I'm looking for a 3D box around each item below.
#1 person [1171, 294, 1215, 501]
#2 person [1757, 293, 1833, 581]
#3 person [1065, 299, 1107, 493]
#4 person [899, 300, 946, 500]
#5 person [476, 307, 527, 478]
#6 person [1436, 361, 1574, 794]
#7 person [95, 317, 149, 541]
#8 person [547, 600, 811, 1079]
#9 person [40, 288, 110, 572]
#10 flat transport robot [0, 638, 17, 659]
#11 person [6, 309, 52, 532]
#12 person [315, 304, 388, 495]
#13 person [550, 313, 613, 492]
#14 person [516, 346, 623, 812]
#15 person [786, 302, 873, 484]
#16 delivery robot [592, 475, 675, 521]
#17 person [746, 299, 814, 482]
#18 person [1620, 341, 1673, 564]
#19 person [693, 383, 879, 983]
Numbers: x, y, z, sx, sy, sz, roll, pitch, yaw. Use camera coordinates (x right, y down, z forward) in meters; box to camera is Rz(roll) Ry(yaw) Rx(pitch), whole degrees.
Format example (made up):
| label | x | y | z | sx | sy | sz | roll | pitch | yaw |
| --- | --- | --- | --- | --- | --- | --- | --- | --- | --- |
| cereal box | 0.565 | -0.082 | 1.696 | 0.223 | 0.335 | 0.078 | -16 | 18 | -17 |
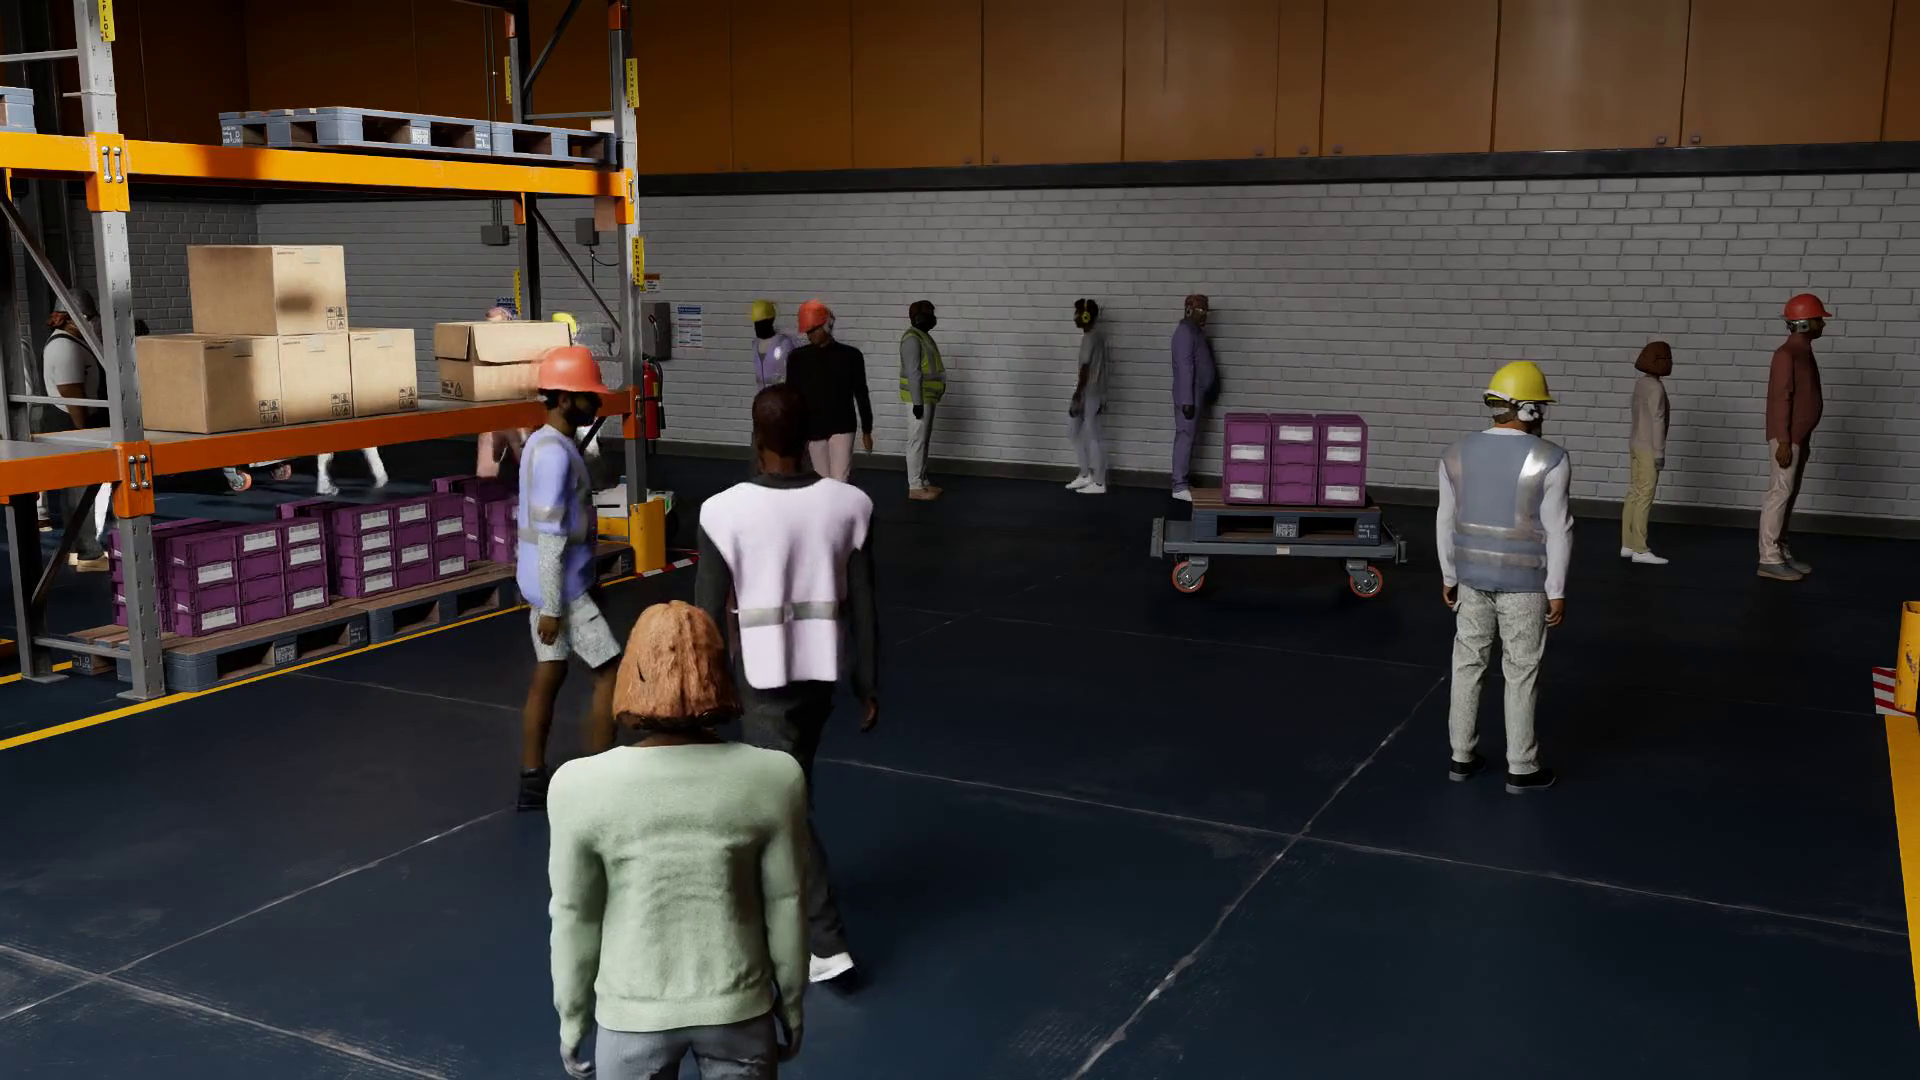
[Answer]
| label | x | y | z | sx | sy | sz | roll | pitch | yaw |
| --- | --- | --- | --- | --- | --- | --- | --- | --- | --- |
| person | 2.154 | -1.317 | 15.401 | 0.402 | 1.901 | 0.651 | 2 | 10 | 12 |
| person | 5.857 | -0.726 | 11.702 | 0.372 | 1.997 | 0.622 | 8 | 12 | 38 |
| person | 1.159 | -1.351 | 15.765 | 0.570 | 1.852 | 0.514 | 1 | 10 | 8 |
| person | -0.342 | -1.305 | 15.502 | 0.429 | 1.846 | 0.626 | 1 | 10 | 9 |
| person | -3.687 | -0.945 | 13.414 | 0.653 | 1.841 | 1.034 | 4 | 11 | 22 |
| person | 2.322 | 0.156 | 7.084 | 0.404 | 1.828 | 0.592 | -9 | 13 | -43 |
| person | -6.443 | -0.799 | 12.706 | 0.470 | 1.803 | 0.751 | 3 | 10 | 16 |
| person | -0.535 | 0.924 | 3.235 | 0.497 | 1.624 | 0.287 | -2 | 10 | -12 |
| person | -6.312 | -0.803 | 12.024 | 0.536 | 2.000 | 0.673 | -6 | 12 | -33 |
| flat transport robot | -5.893 | 0.634 | 8.823 | 0.652 | 0.197 | 1.431 | 5 | 11 | 26 |
| person | -7.677 | -0.995 | 13.583 | 0.337 | 1.883 | 0.585 | -6 | 12 | -33 |
| person | -5.897 | -1.386 | 15.867 | 0.602 | 1.894 | 0.973 | 1 | 10 | 5 |
| person | -3.414 | -1.065 | 14.337 | 0.928 | 1.764 | 0.574 | -5 | 11 | -28 |
| person | -1.504 | 0.177 | 6.740 | 0.722 | 1.913 | 0.547 | -3 | 10 | -19 |
| person | -0.991 | -0.812 | 12.450 | 0.626 | 1.919 | 1.009 | 2 | 10 | 14 |
| delivery robot | -2.582 | -0.260 | 12.905 | 0.707 | 0.478 | 0.477 | 0 | 10 | -2 |
| person | -1.678 | -1.313 | 15.511 | 0.570 | 1.870 | 1.030 | 7 | 12 | 36 |
| person | 5.100 | -0.649 | 12.309 | 0.278 | 1.634 | 0.498 | 1 | 10 | 5 |
| person | -0.553 | 0.433 | 5.363 | 0.601 | 1.876 | 1.012 | -5 | 11 | -29 |
